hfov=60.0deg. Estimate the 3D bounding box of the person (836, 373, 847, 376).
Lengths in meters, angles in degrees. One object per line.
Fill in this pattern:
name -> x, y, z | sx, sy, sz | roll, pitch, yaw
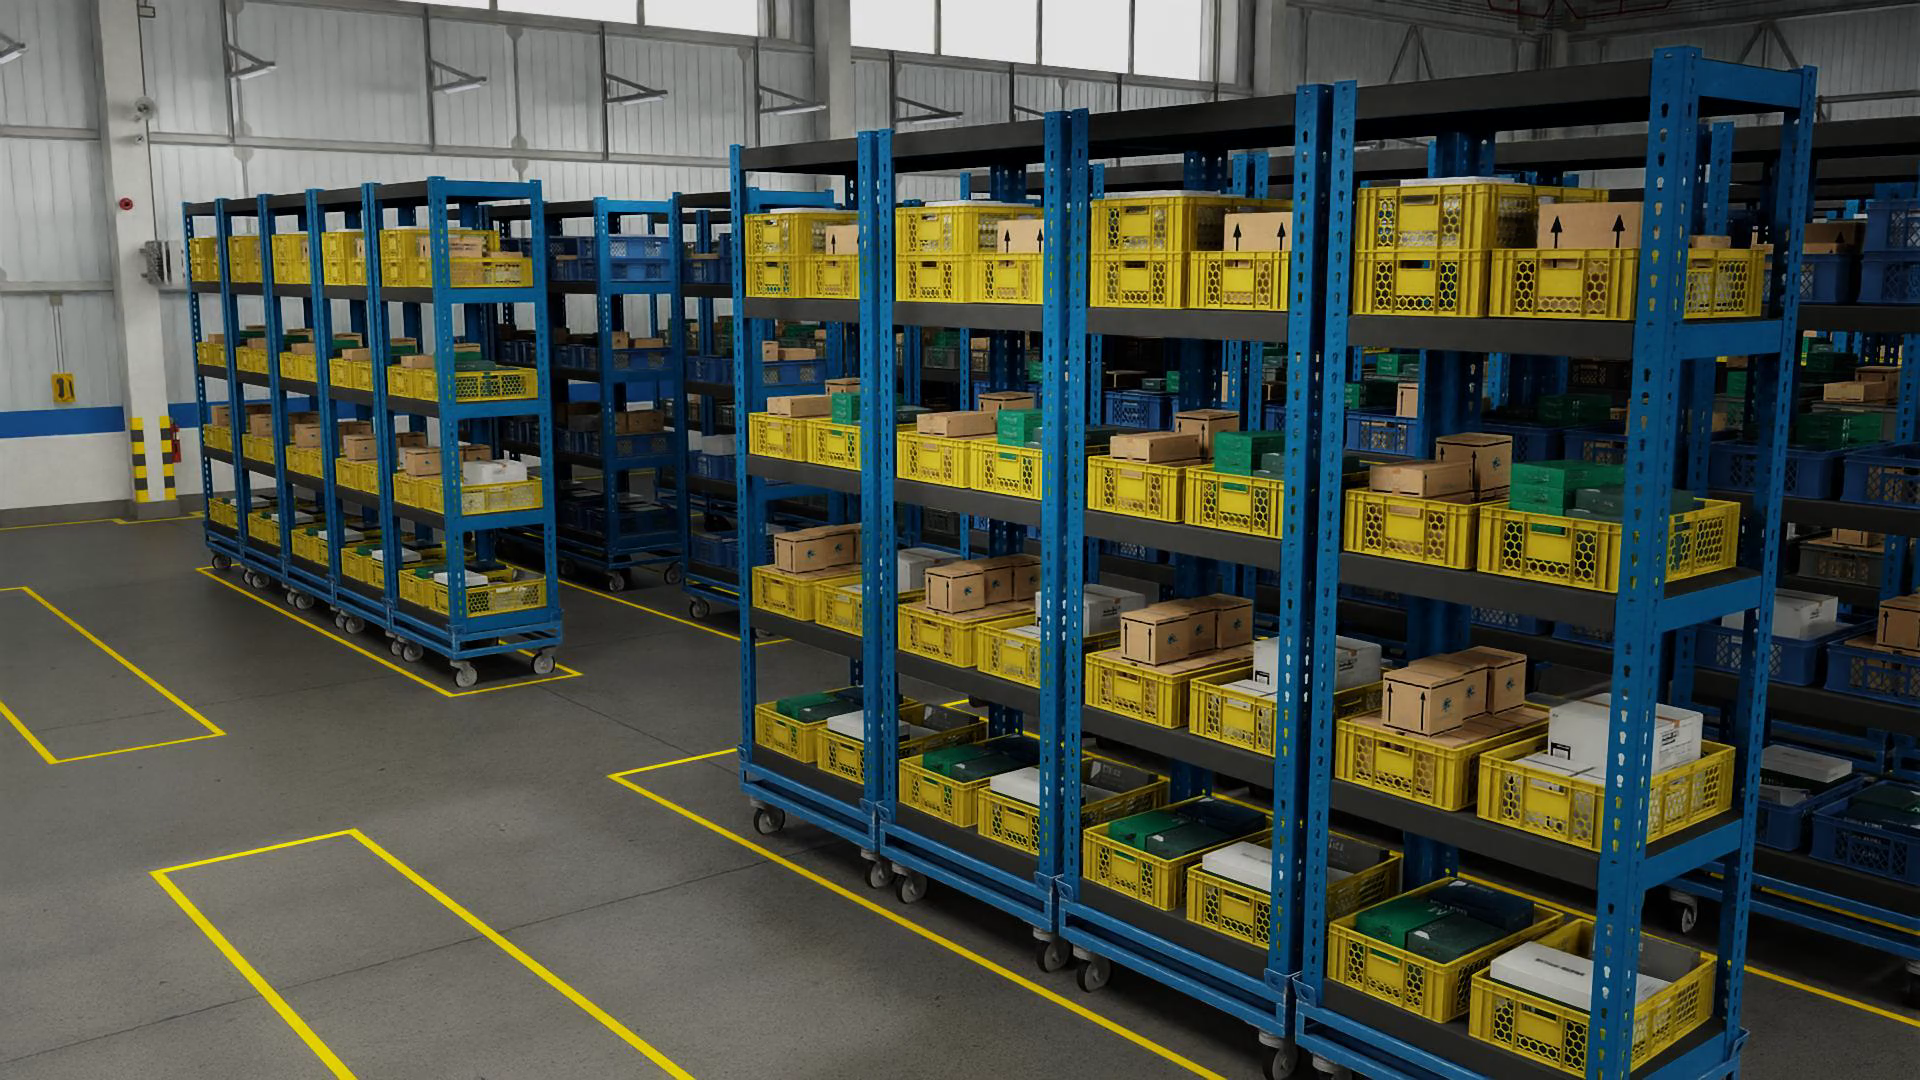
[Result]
person -> -1.649, -1.776, 23.555 | 0.954, 1.809, 0.569 | -8, 12, -39
